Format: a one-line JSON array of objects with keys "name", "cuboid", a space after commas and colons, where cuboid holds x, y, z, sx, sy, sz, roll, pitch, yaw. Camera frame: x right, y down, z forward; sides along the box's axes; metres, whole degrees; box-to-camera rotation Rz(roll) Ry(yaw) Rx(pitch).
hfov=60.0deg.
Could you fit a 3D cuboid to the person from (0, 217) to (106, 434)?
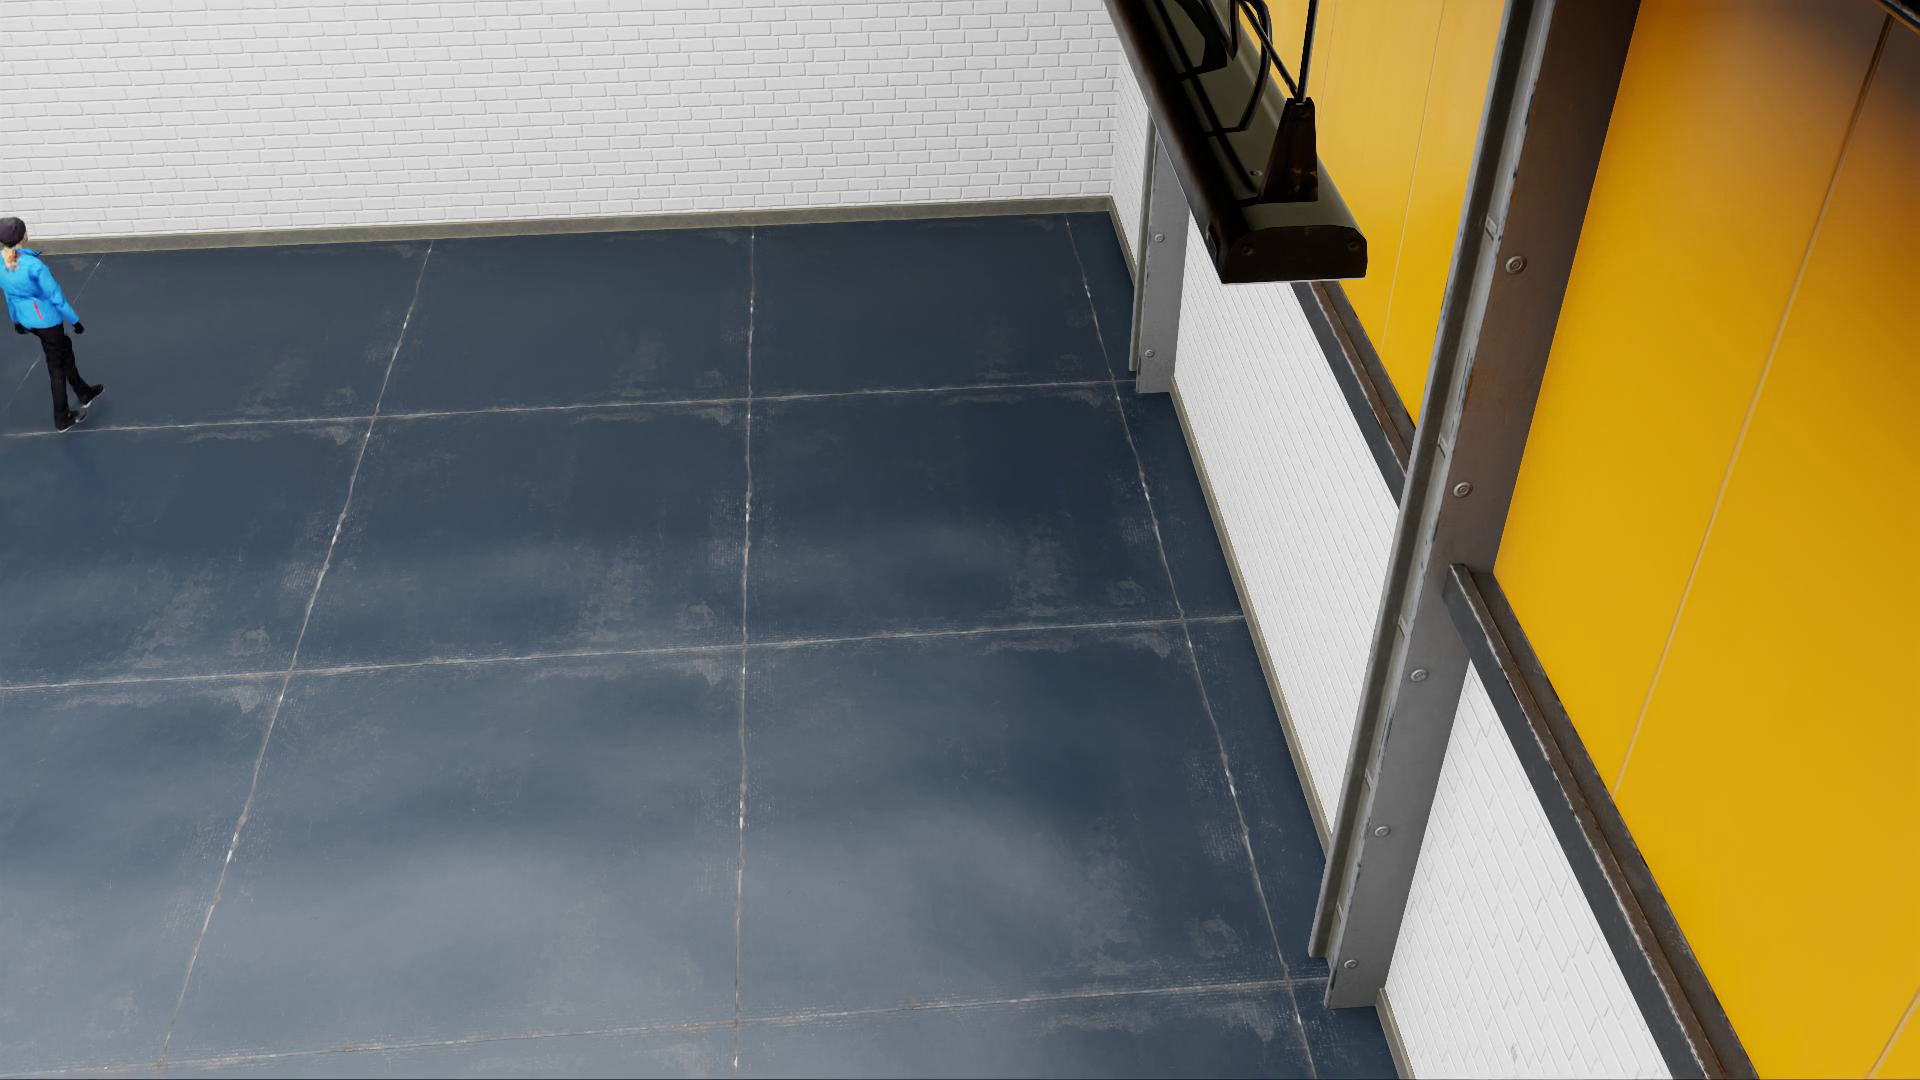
[{"name": "person", "cuboid": [-7.063, -1.597, 12.694, 0.830, 1.773, 0.945, 13, 40, 15]}]
